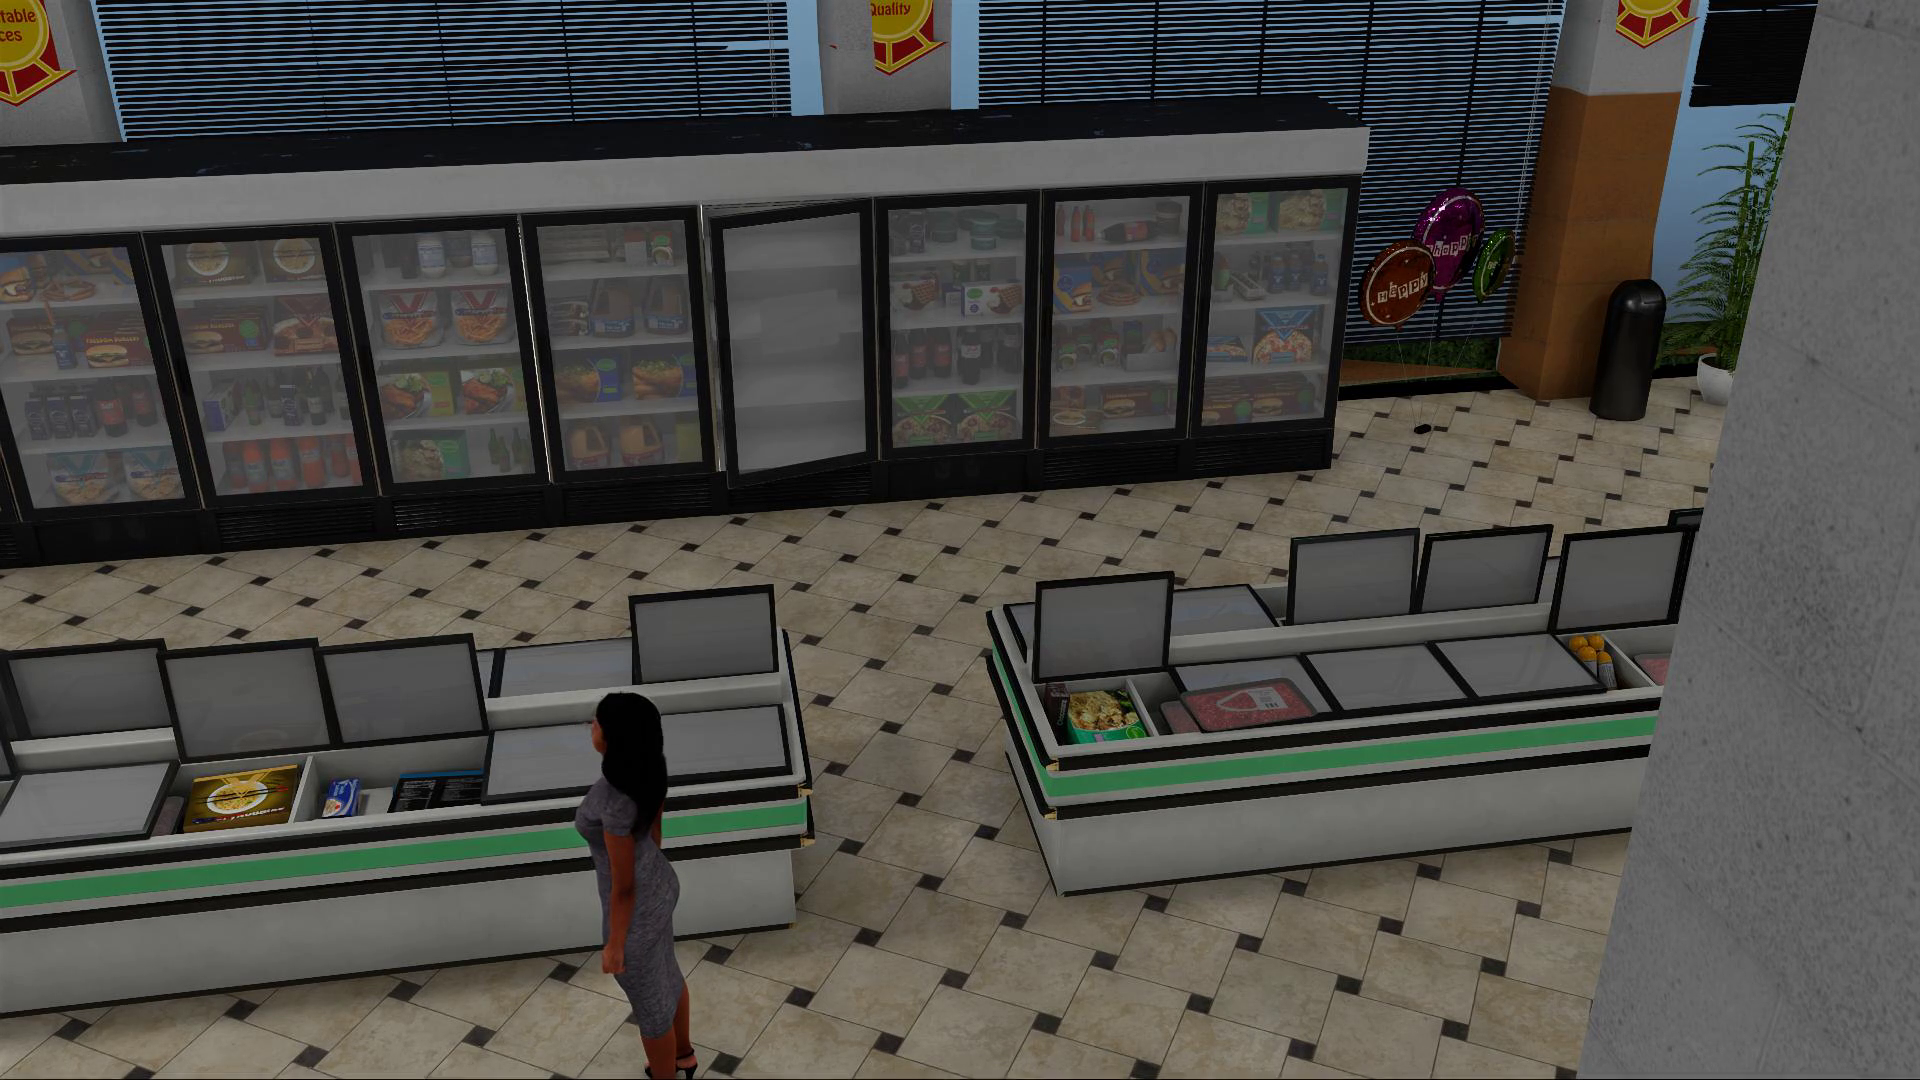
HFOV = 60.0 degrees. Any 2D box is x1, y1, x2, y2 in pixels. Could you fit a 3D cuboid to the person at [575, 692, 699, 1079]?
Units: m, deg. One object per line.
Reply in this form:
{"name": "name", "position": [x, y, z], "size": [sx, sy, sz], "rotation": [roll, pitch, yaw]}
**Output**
{"name": "person", "position": [-1.092, 1.291, 5.745], "size": [0.620, 1.781, 0.644], "rotation": [4, 27, 8]}
